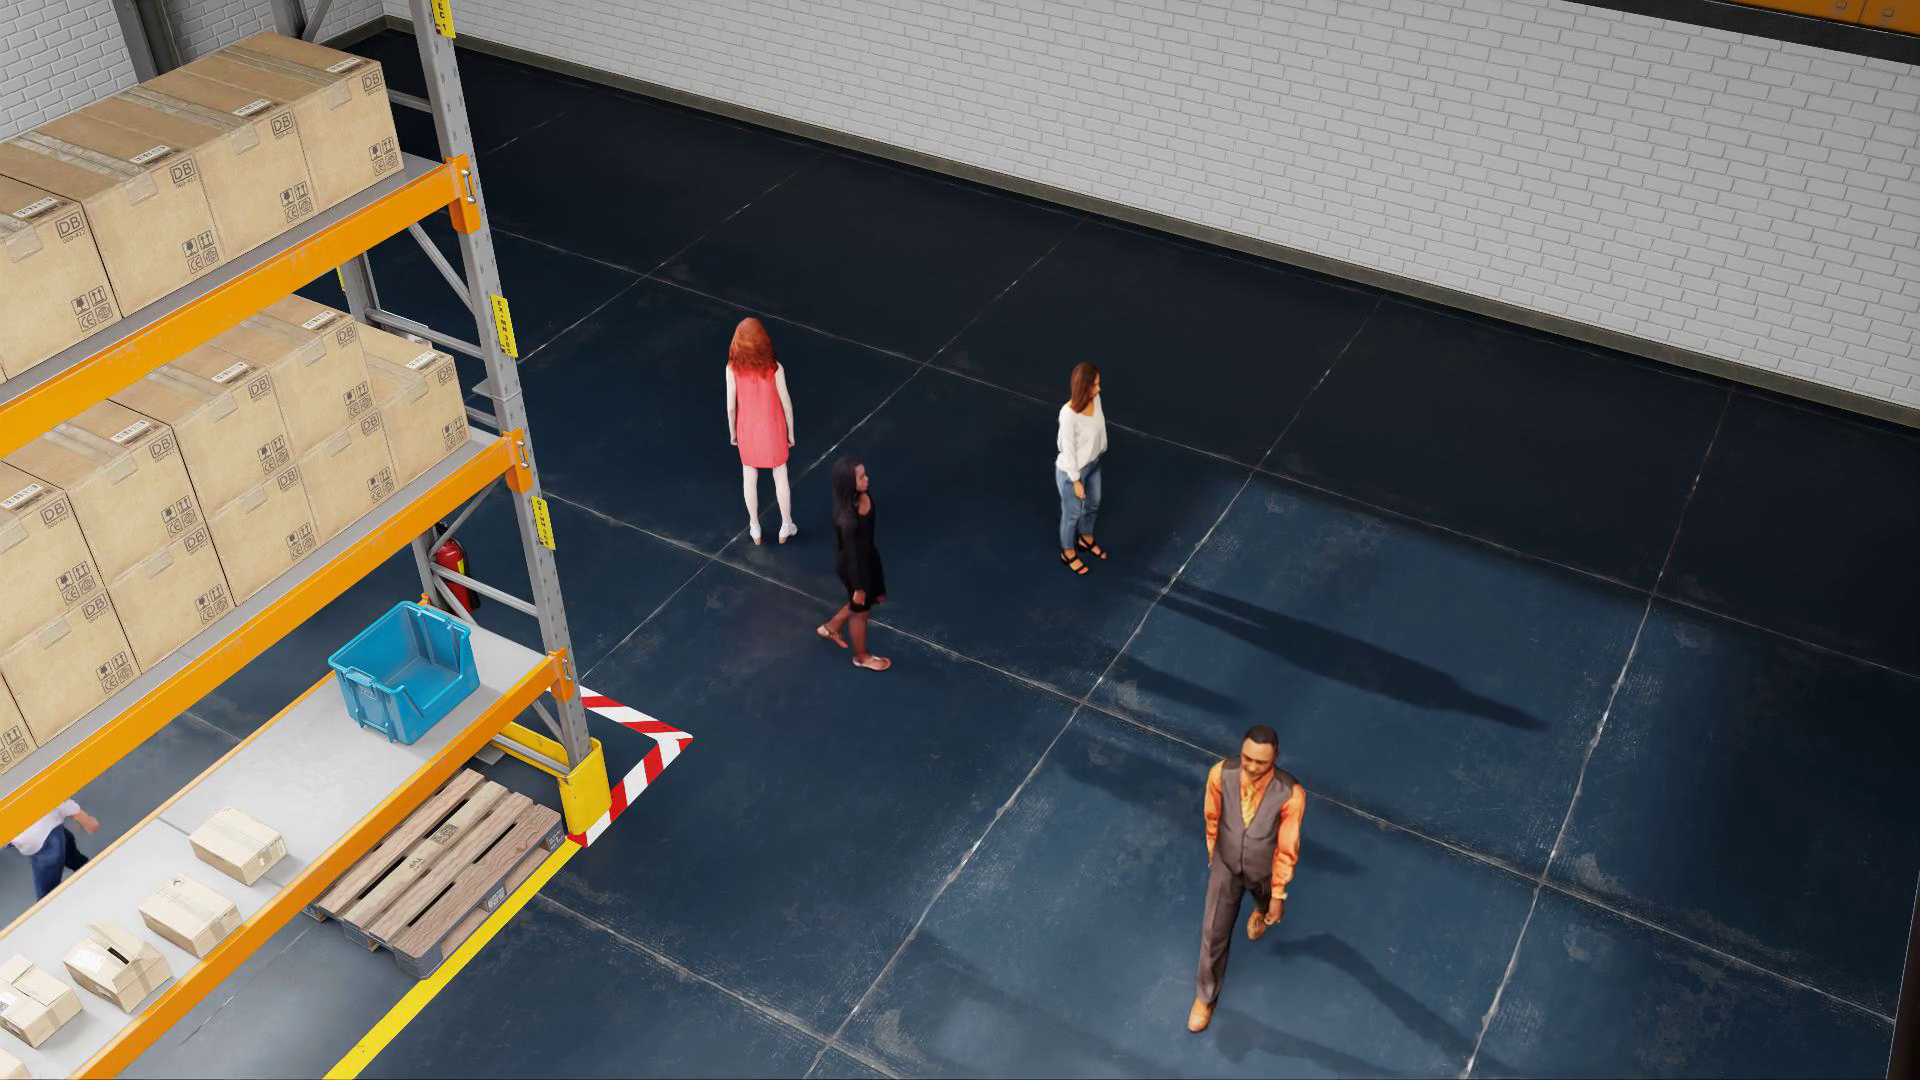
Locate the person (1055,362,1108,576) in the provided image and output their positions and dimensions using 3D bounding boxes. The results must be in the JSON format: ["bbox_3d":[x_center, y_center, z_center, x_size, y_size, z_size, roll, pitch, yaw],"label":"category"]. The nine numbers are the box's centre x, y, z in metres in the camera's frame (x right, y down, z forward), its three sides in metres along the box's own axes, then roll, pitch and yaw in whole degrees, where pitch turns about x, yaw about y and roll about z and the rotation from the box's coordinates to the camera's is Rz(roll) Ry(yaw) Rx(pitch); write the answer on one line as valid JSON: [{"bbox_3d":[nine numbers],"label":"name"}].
[{"bbox_3d":[0.786,-0.519,11.534,0.716,1.679,0.541,26,45,29],"label":"person"}]

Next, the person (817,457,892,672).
[{"bbox_3d":[-0.736,0.166,10.647,0.824,1.716,0.777,5,39,6],"label":"person"}]

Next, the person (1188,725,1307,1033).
[{"bbox_3d":[1.554,1.632,8.690,0.770,1.867,1.305,16,41,19],"label":"person"}]

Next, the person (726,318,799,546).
[{"bbox_3d":[-1.399,-0.743,11.698,0.682,1.825,0.677,1,39,1],"label":"person"}]
